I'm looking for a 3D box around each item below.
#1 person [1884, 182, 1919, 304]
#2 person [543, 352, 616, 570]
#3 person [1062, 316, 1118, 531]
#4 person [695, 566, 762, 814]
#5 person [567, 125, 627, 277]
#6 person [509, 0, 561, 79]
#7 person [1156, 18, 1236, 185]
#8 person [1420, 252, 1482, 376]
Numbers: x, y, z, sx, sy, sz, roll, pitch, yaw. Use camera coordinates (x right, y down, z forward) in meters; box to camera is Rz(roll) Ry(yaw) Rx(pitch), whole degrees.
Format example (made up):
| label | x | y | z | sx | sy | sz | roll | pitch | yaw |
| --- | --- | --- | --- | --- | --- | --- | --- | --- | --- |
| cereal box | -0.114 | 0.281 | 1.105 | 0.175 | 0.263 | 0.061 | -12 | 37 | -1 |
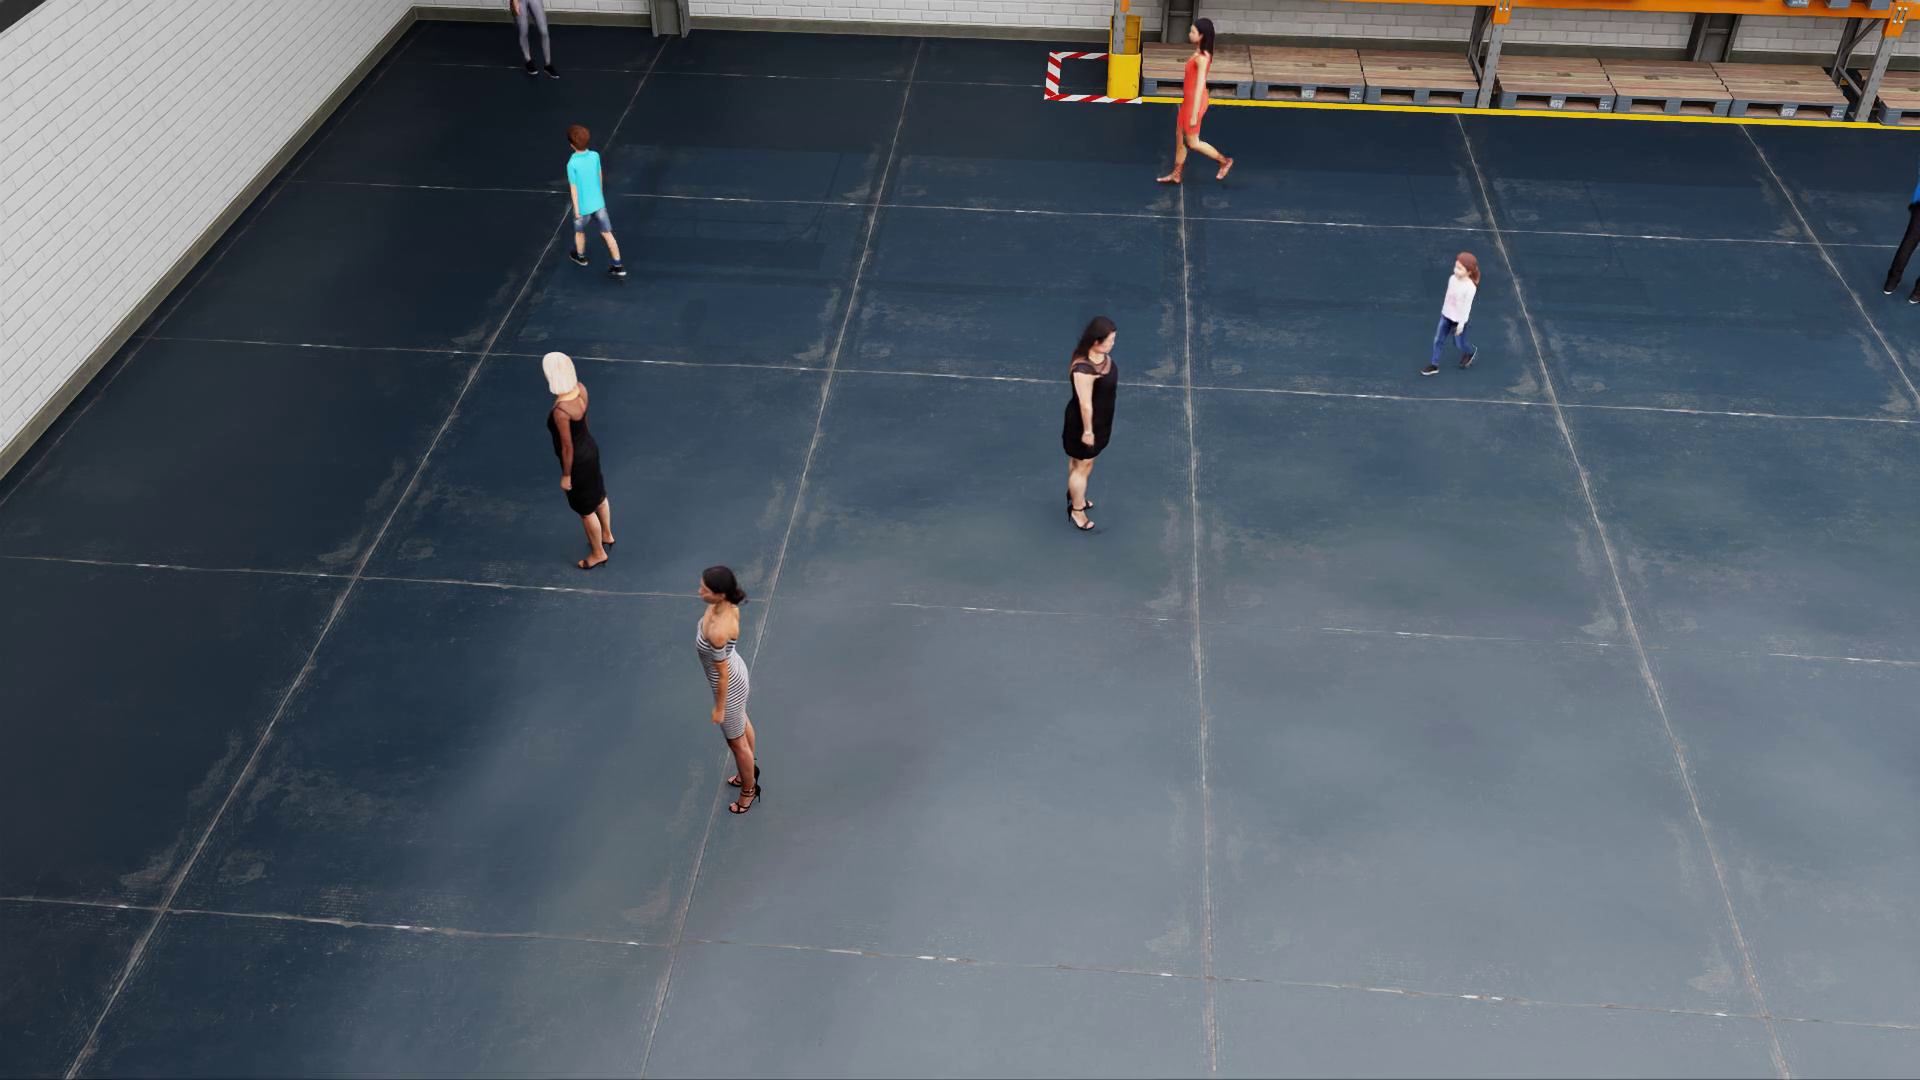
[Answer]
| label | x | y | z | sx | sy | sz | roll | pitch | yaw |
| --- | --- | --- | --- | --- | --- | --- | --- | --- | --- |
| person | 8.506 | -2.918 | 14.467 | 0.752 | 1.792 | 0.698 | -26 | 46 | -29 |
| person | -2.641 | -0.549 | 11.538 | 0.538 | 1.746 | 0.609 | 6 | 39 | 8 |
| person | 0.906 | -0.854 | 11.949 | 0.579 | 1.711 | 0.643 | 4 | 39 | 4 |
| person | -1.340 | 0.866 | 9.706 | 0.578 | 1.822 | 0.636 | -3 | 39 | -4 |
| person | -3.268 | -2.998 | 14.867 | 0.928 | 1.419 | 1.015 | -31 | 48 | -33 |
| person | -4.846 | -6.005 | 18.405 | 0.845 | 1.702 | 0.859 | -19 | 42 | -22 |
| person | 2.359 | -4.218 | 16.171 | 0.990 | 1.699 | 0.626 | 1 | 39 | 1 |
| person | 4.127 | -1.861 | 13.702 | 0.795 | 1.097 | 0.685 | -21 | 43 | -24 |
